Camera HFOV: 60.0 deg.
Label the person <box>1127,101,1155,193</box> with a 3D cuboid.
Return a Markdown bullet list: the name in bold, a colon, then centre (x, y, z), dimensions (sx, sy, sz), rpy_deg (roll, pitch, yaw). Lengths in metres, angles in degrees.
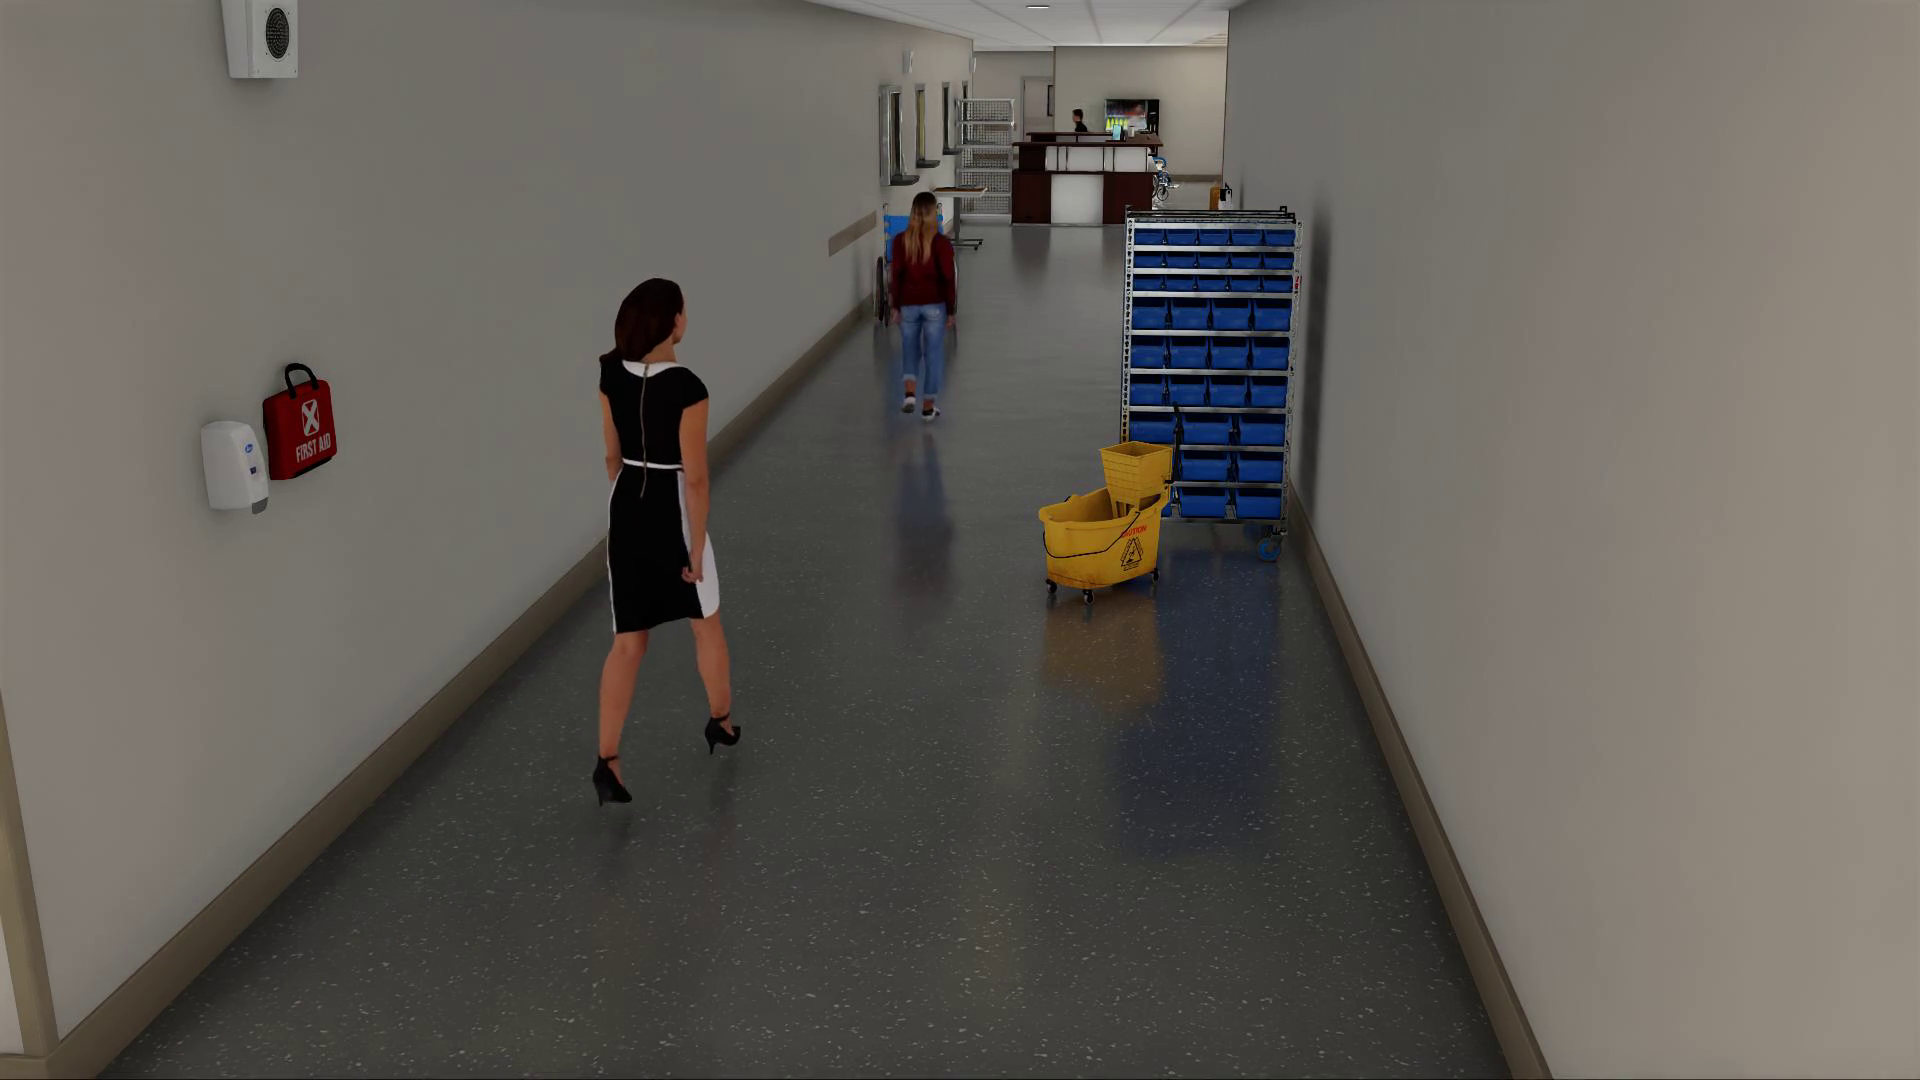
- **person**: centre (3.520, -7.949, 33.798), dimensions (1.261, 1.834, 1.102), rpy_deg (14, 21, 40)

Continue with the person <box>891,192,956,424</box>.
- **person**: centre (-0.281, -1.618, 11.735), dimensions (0.602, 1.620, 0.700), rpy_deg (3, 16, 11)

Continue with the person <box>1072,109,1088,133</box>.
- **person**: centre (2.514, -7.775, 33.442), dimensions (0.973, 1.694, 0.783), rpy_deg (-1, 16, -4)

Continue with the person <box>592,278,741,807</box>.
- **person**: centre (-1.063, 0.048, 5.578), dimensions (1.056, 1.756, 0.792), rpy_deg (5, 16, 17)
